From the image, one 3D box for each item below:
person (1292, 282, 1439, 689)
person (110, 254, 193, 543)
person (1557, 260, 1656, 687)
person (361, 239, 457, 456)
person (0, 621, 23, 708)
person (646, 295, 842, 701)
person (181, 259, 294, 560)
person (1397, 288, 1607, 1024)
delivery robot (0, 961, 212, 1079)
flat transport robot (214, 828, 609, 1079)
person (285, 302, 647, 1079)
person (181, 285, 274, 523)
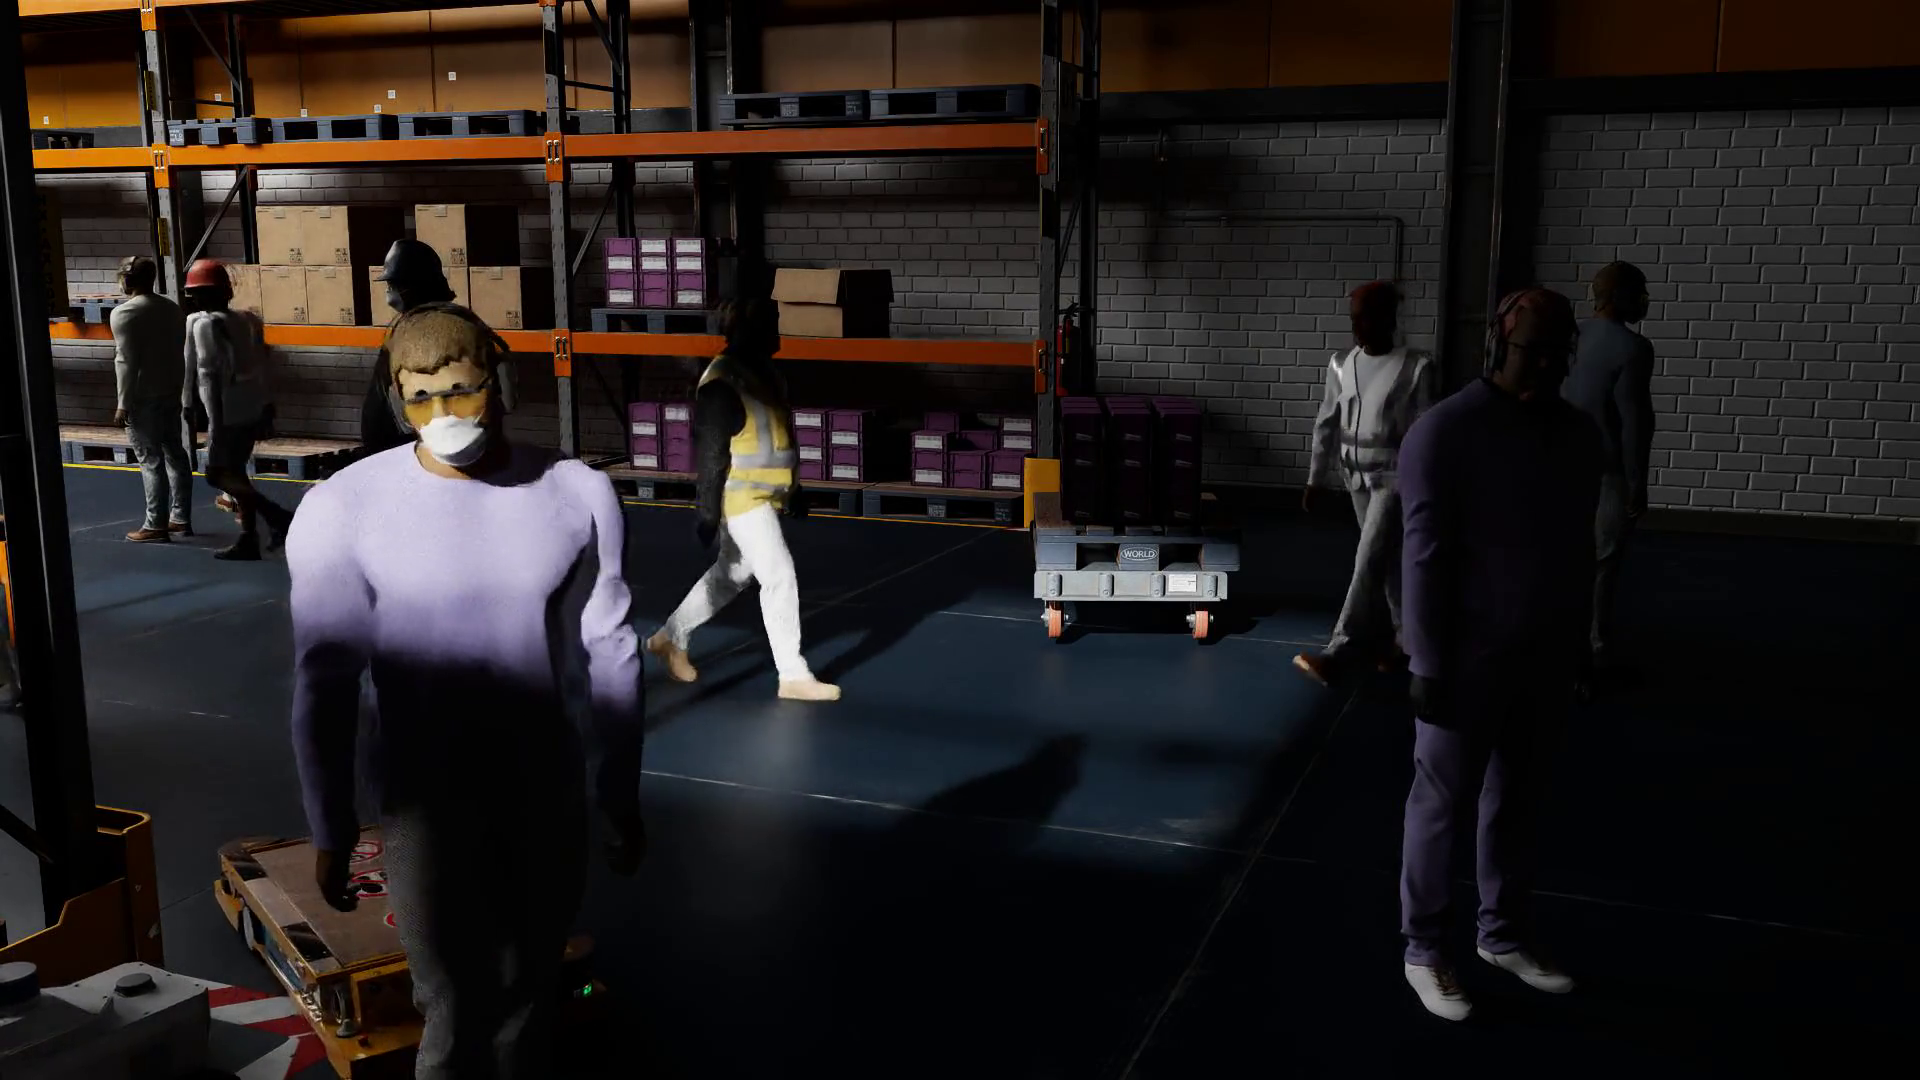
[{"bbox_3d":[1.849,-0.244,7.585,1.007,1.829,0.570,-7,12,-32],"label":"person"},{"bbox_3d":[-5.454,-0.944,11.207,0.372,1.940,0.631,2,10,11],"label":"person"},{"bbox_3d":[2.927,-0.303,7.635,0.359,1.936,0.632,-3,11,-17],"label":"person"},{"bbox_3d":[-2.569,-0.408,7.933,0.535,2.000,0.688,-9,13,-40],"label":"person"},{"bbox_3d":[-4.500,-0.156,7.174,0.996,1.817,0.511,5,11,24],"label":"person"},{"bbox_3d":[-1.009,-0.189,7.402,0.935,1.805,0.626,2,10,10],"label":"person"},{"bbox_3d":[-4.536,-0.795,10.436,0.628,1.911,0.584,1,10,5],"label":"person"},{"bbox_3d":[1.446,0.300,4.381,0.637,1.904,0.403,-5,11,-25],"label":"person"},{"bbox_3d":[-1.915,1.104,3.386,0.477,0.478,0.707,6,12,30],"label":"delivery robot"},{"bbox_3d":[-1.579,1.068,4.642,0.652,0.197,1.431,-7,12,-35],"label":"flat transport robot"},{"bbox_3d":[-0.880,0.519,3.142,0.631,1.910,0.567,-8,13,-37],"label":"person"},{"bbox_3d":[-5.346,-1.048,12.110,0.590,1.828,1.005,-9,14,-42],"label":"person"}]
